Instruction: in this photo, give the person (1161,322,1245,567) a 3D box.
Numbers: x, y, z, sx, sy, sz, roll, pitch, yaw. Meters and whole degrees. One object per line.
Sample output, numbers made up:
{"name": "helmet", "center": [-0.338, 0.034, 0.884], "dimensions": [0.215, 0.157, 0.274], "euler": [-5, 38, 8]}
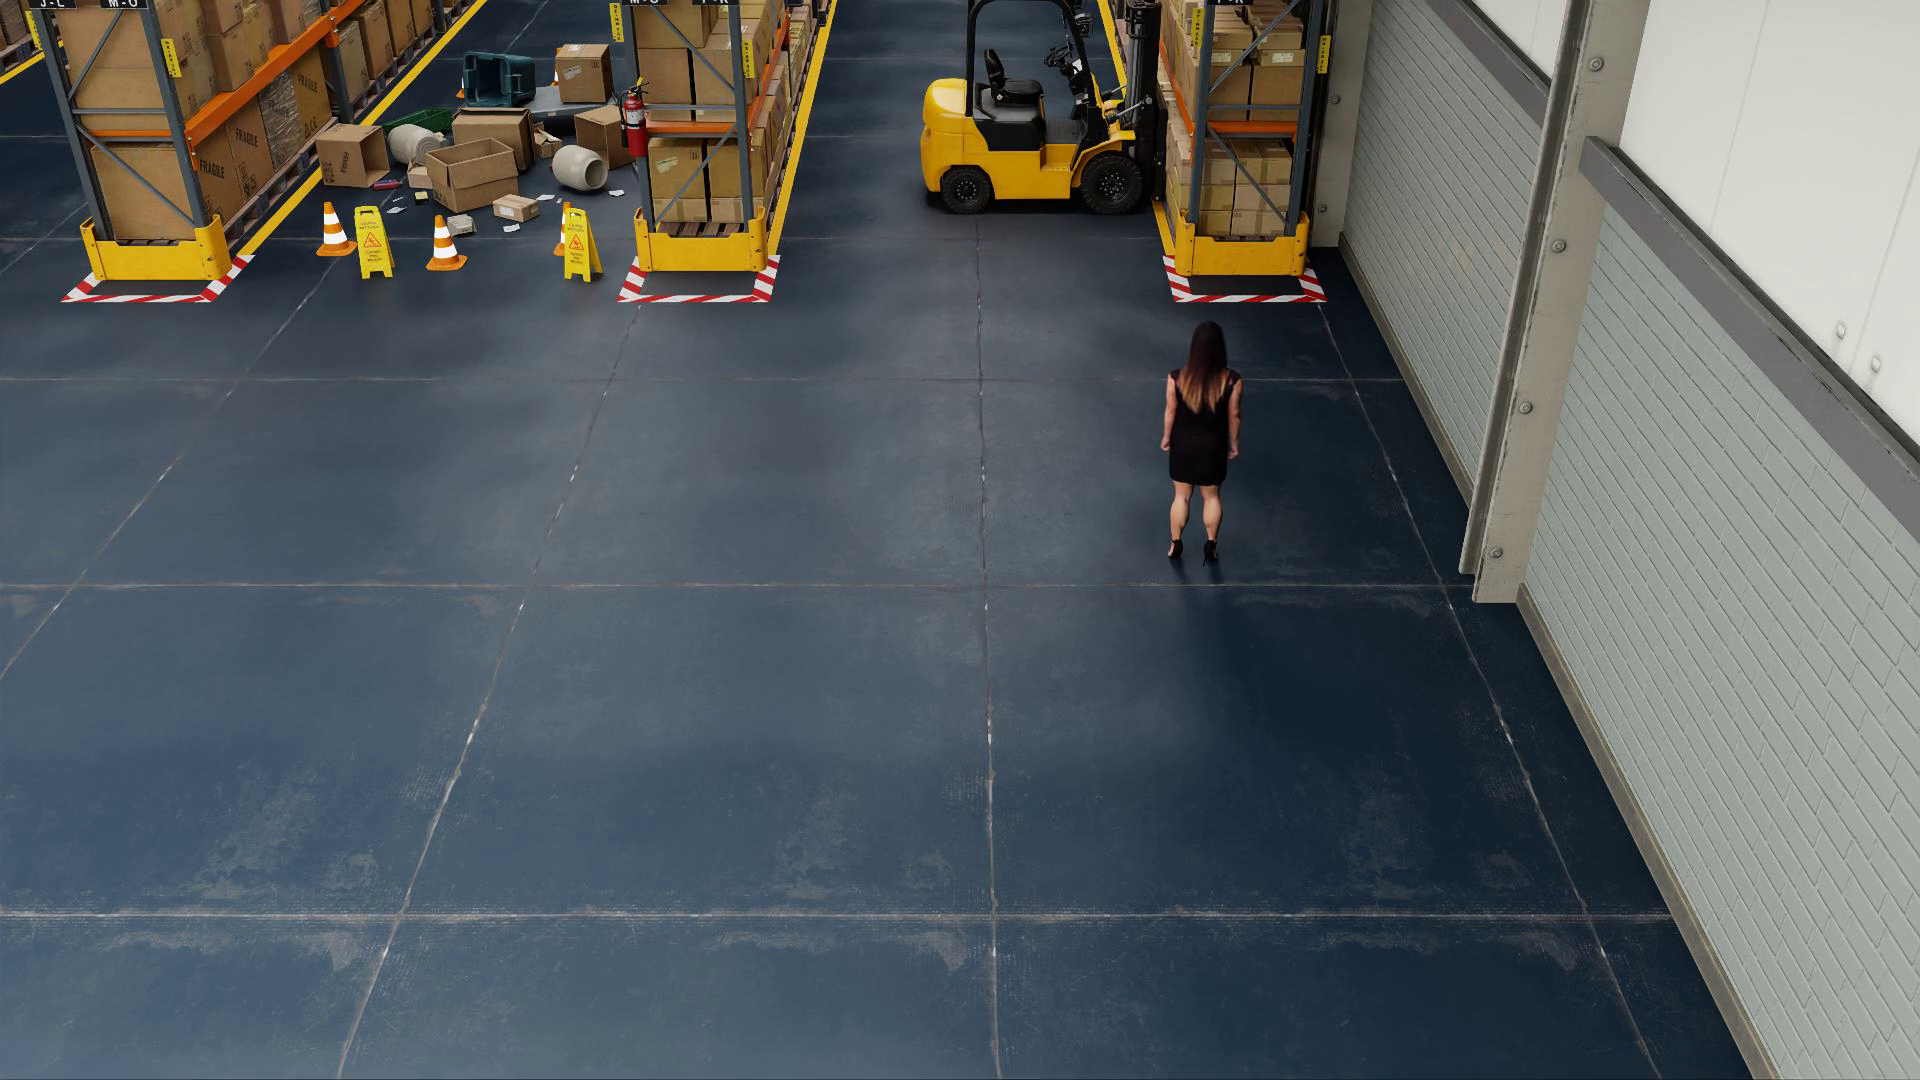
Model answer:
{"name": "person", "center": [1.552, -0.601, 10.749], "dimensions": [0.690, 1.717, 0.631], "euler": [4, 32, 6]}
